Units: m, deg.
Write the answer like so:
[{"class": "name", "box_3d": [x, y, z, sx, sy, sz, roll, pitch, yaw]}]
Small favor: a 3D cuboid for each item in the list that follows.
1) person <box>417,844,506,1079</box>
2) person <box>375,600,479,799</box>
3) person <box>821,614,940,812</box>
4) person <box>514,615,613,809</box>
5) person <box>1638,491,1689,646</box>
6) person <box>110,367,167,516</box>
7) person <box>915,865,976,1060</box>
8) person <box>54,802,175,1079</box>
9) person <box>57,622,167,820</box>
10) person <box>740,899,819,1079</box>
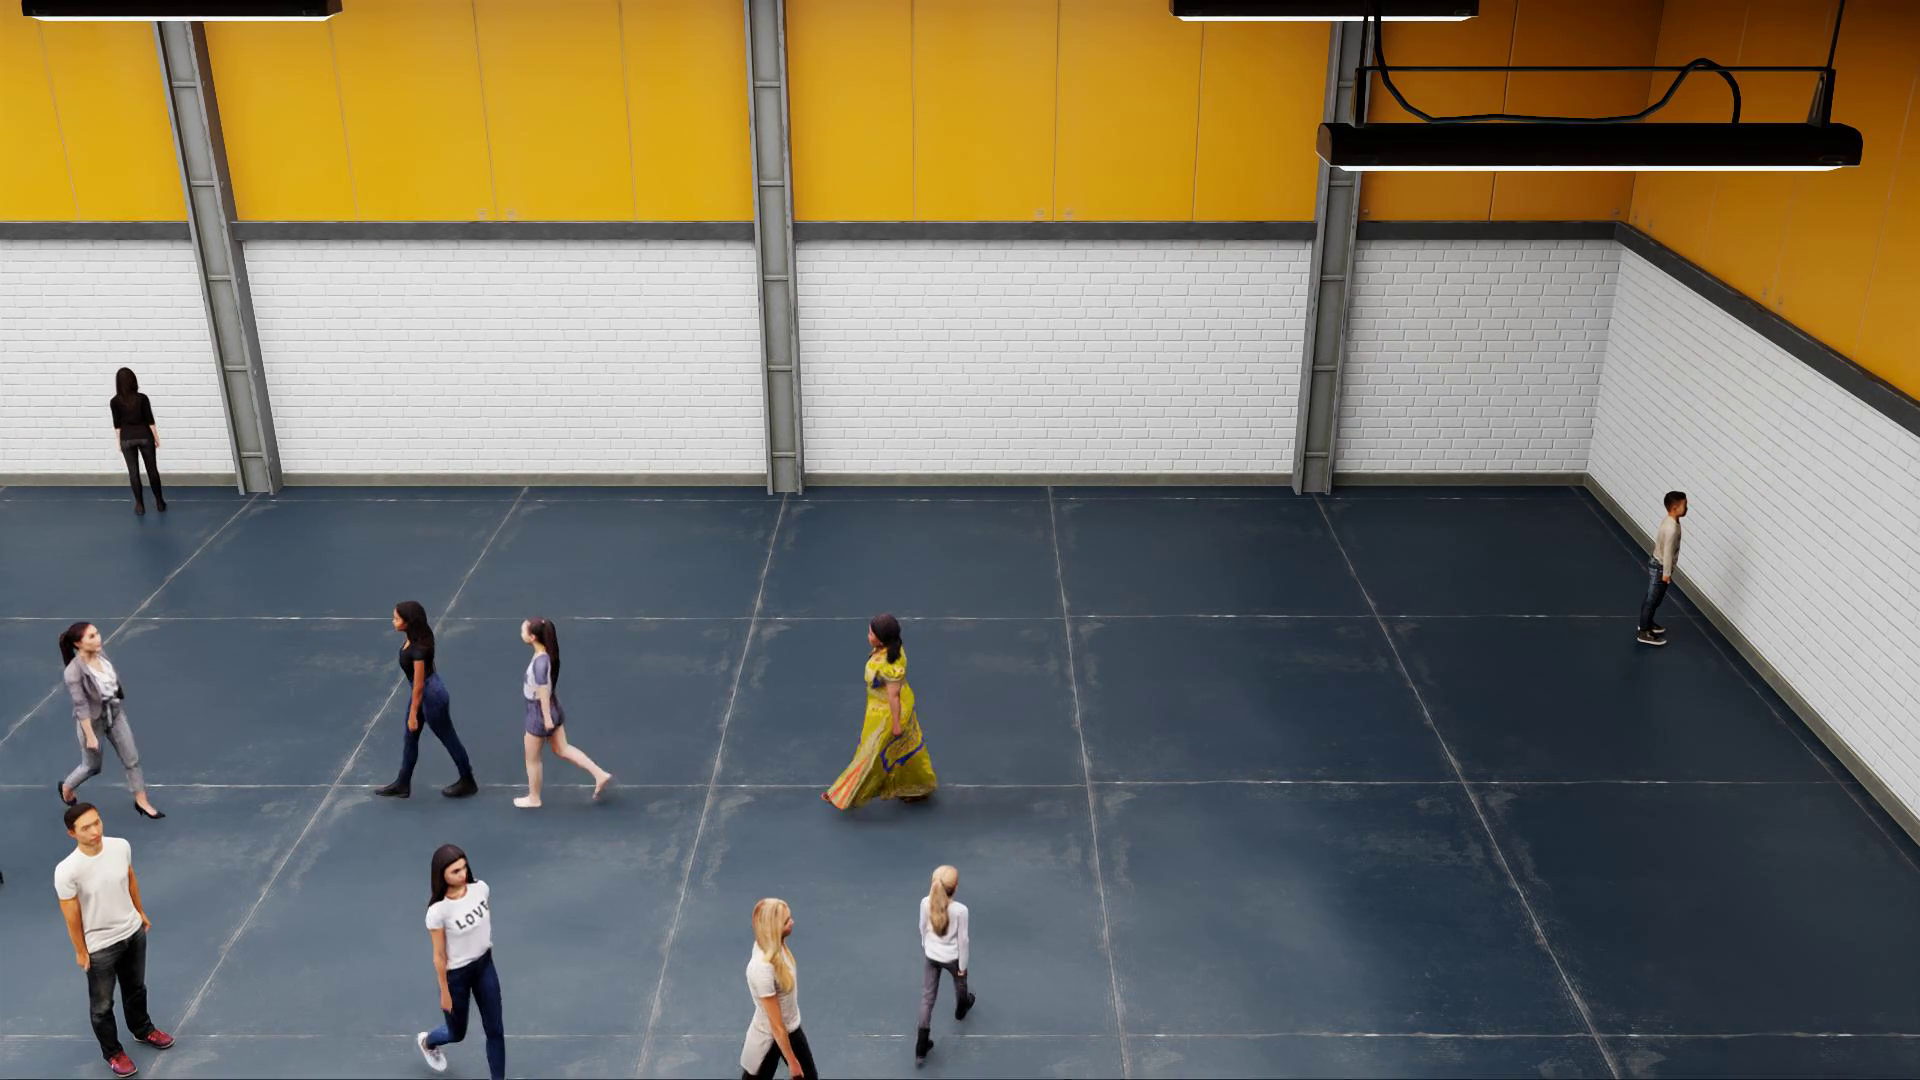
[{"class": "person", "box_3d": [-2.941, 2.534, 9.713, 1.136, 1.748, 0.970, 15, 28, 30]}, {"class": "person", "box_3d": [-3.962, 1.235, 12.731, 1.066, 1.711, 0.810, -8, 25, -17]}, {"class": "person", "box_3d": [-0.440, 1.325, 12.645, 1.157, 1.616, 0.806, -2, 24, -4]}, {"class": "person", "box_3d": [-3.059, 1.320, 12.645, 0.983, 1.624, 0.629, 1, 24, 2]}, {"class": "person", "box_3d": [6.466, 0.236, 15.329, 0.594, 1.460, 0.598, 9, 25, 20]}, {"class": "person", "box_3d": [-8.959, -1.079, 18.117, 0.597, 1.637, 0.704, -12, 26, -26]}, {"class": "person", "box_3d": [-0.134, 2.596, 10.197, 0.922, 1.247, 0.771, 9, 25, 19]}, {"class": "person", "box_3d": [-5.136, 2.366, 10.028, 0.708, 1.804, 0.717, 12, 26, 25]}, {"class": "person", "box_3d": [-6.508, 1.389, 12.453, 1.100, 1.652, 0.743, 4, 24, 9]}, {"class": "person", "box_3d": [-1.132, 2.767, 9.145, 1.155, 1.775, 0.619, 0, 24, 0]}]
